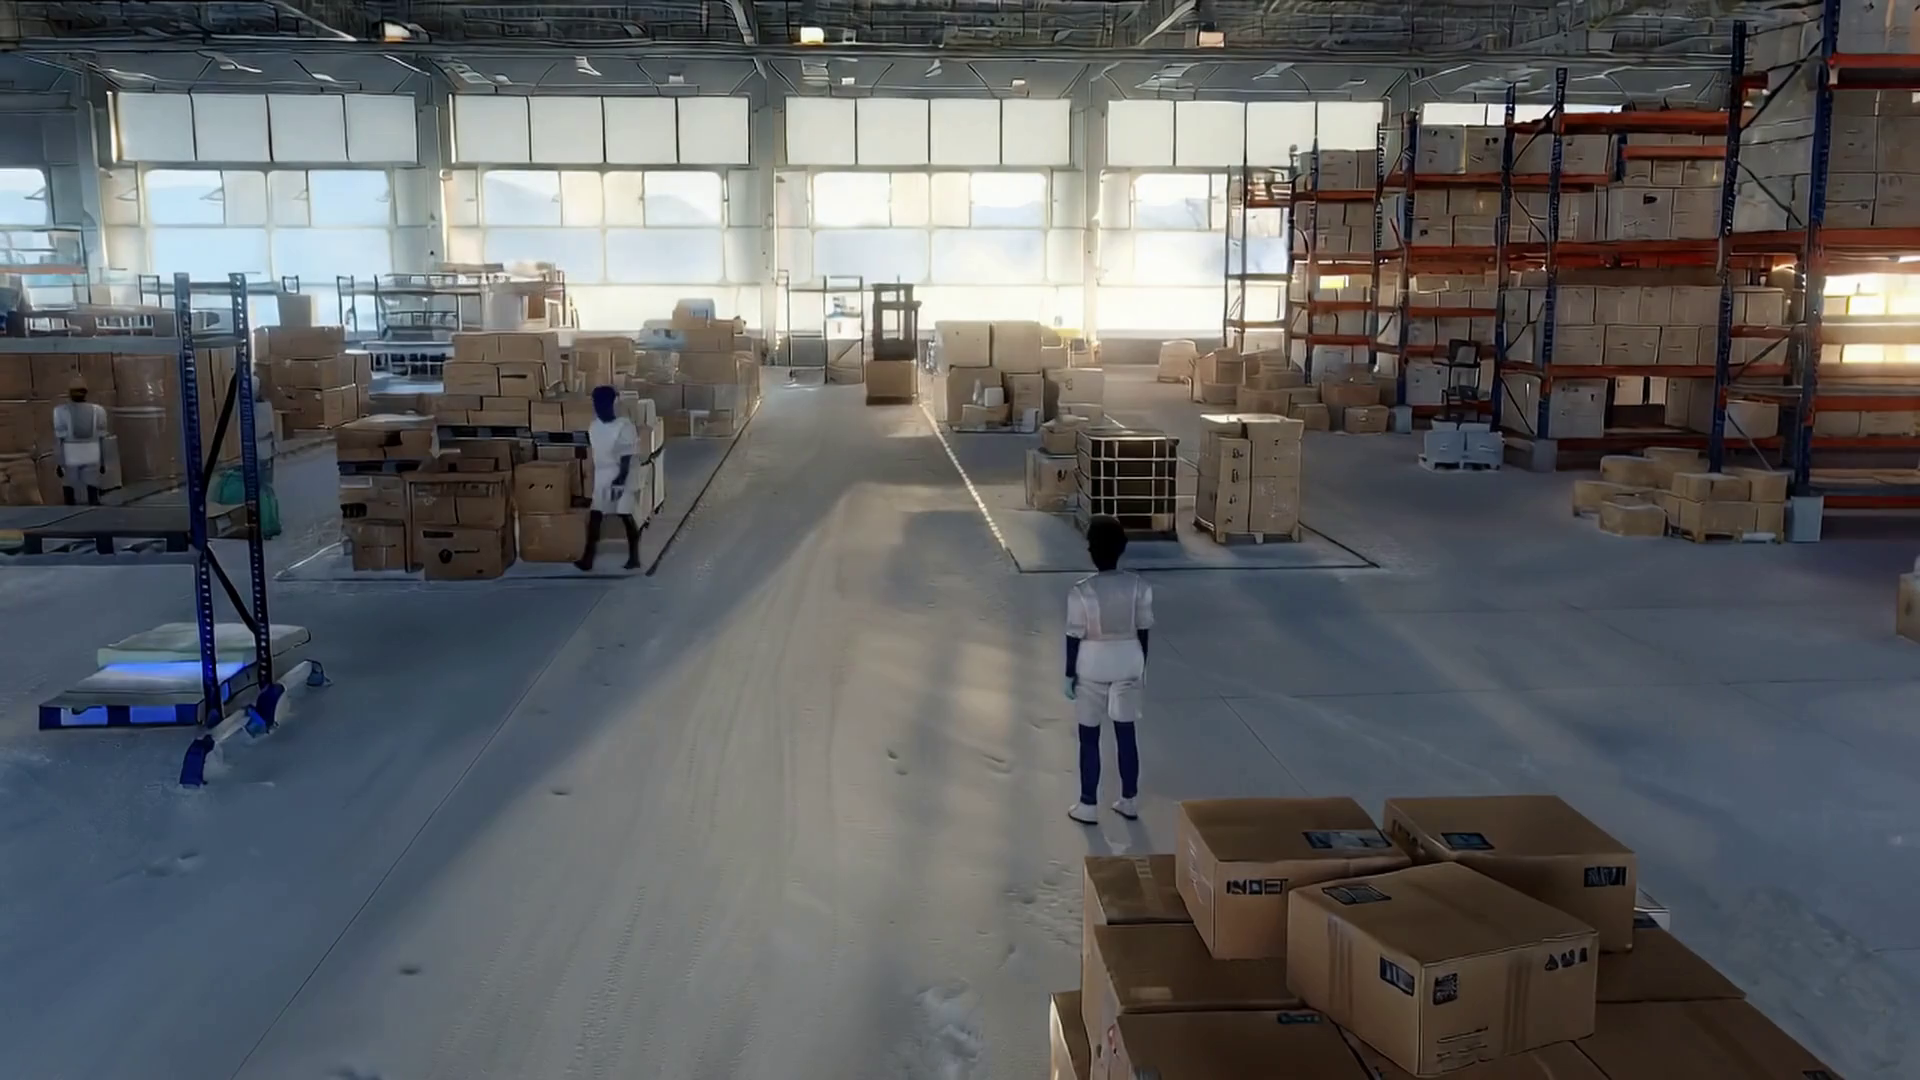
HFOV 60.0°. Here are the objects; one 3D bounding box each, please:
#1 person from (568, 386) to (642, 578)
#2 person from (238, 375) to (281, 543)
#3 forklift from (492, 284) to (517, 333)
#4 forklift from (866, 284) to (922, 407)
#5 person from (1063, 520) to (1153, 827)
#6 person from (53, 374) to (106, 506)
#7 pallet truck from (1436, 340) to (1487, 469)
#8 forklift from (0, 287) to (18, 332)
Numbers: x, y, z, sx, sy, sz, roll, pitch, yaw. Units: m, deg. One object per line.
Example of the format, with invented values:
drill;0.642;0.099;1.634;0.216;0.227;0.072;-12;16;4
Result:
person;-3.539;-0.577;16.674;0.611;1.910;0.974;4;10;25
person;-7.927;-0.918;18.804;0.372;1.917;0.596;1;9;4
forklift;-9.921;-4.219;36.520;1.873;2.768;1.129;-1;9;-4
forklift;-1.539;-4.498;38.272;1.129;2.768;1.873;1;9;5
person;0.816;0.733;9.169;0.537;1.691;0.320;-4;10;-23
person;-10.050;-0.936;18.957;0.558;1.901;0.835;-8;12;-43
pallet truck;8.004;-2.170;26.422;0.823;1.965;1.885;2;9;14
forklift;-16.256;-2.887;28.158;1.873;2.768;1.129;-1;9;-4
